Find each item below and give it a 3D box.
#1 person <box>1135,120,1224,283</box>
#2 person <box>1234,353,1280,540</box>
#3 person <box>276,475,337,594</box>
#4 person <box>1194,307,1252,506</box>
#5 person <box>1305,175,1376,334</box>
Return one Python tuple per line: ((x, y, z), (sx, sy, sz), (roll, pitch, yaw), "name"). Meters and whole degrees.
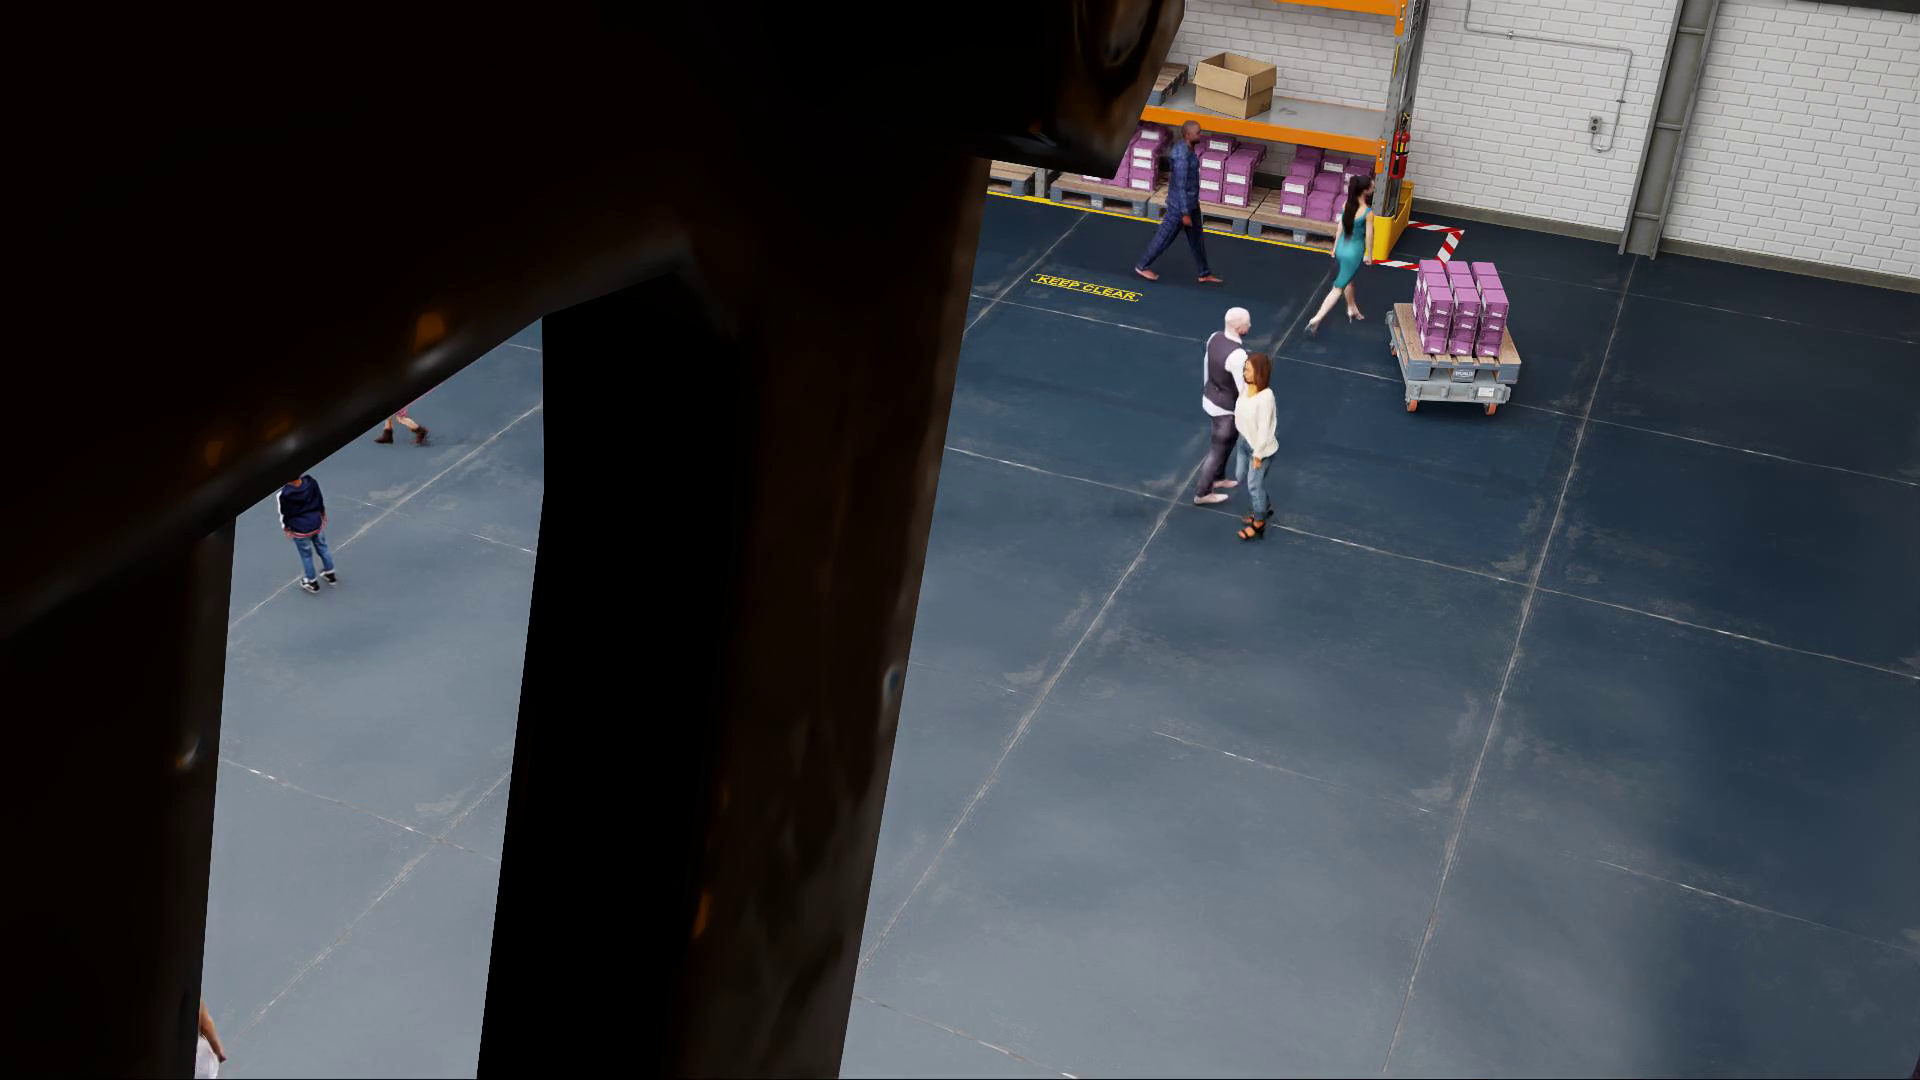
((2.235, -3.514, 17.451), (1.208, 1.773, 0.787), (11, 35, 16), "person")
((2.425, -0.771, 13.425), (0.842, 1.662, 0.787), (-6, 34, -10), "person")
((-5.078, -0.154, 12.894), (0.569, 1.222, 0.576), (-28, 43, -36), "person")
((2.099, -1.063, 13.738), (0.901, 1.802, 0.848), (-9, 35, -14), "person")
((3.796, -2.770, 16.446), (0.962, 1.647, 1.074), (-24, 41, -32), "person")
